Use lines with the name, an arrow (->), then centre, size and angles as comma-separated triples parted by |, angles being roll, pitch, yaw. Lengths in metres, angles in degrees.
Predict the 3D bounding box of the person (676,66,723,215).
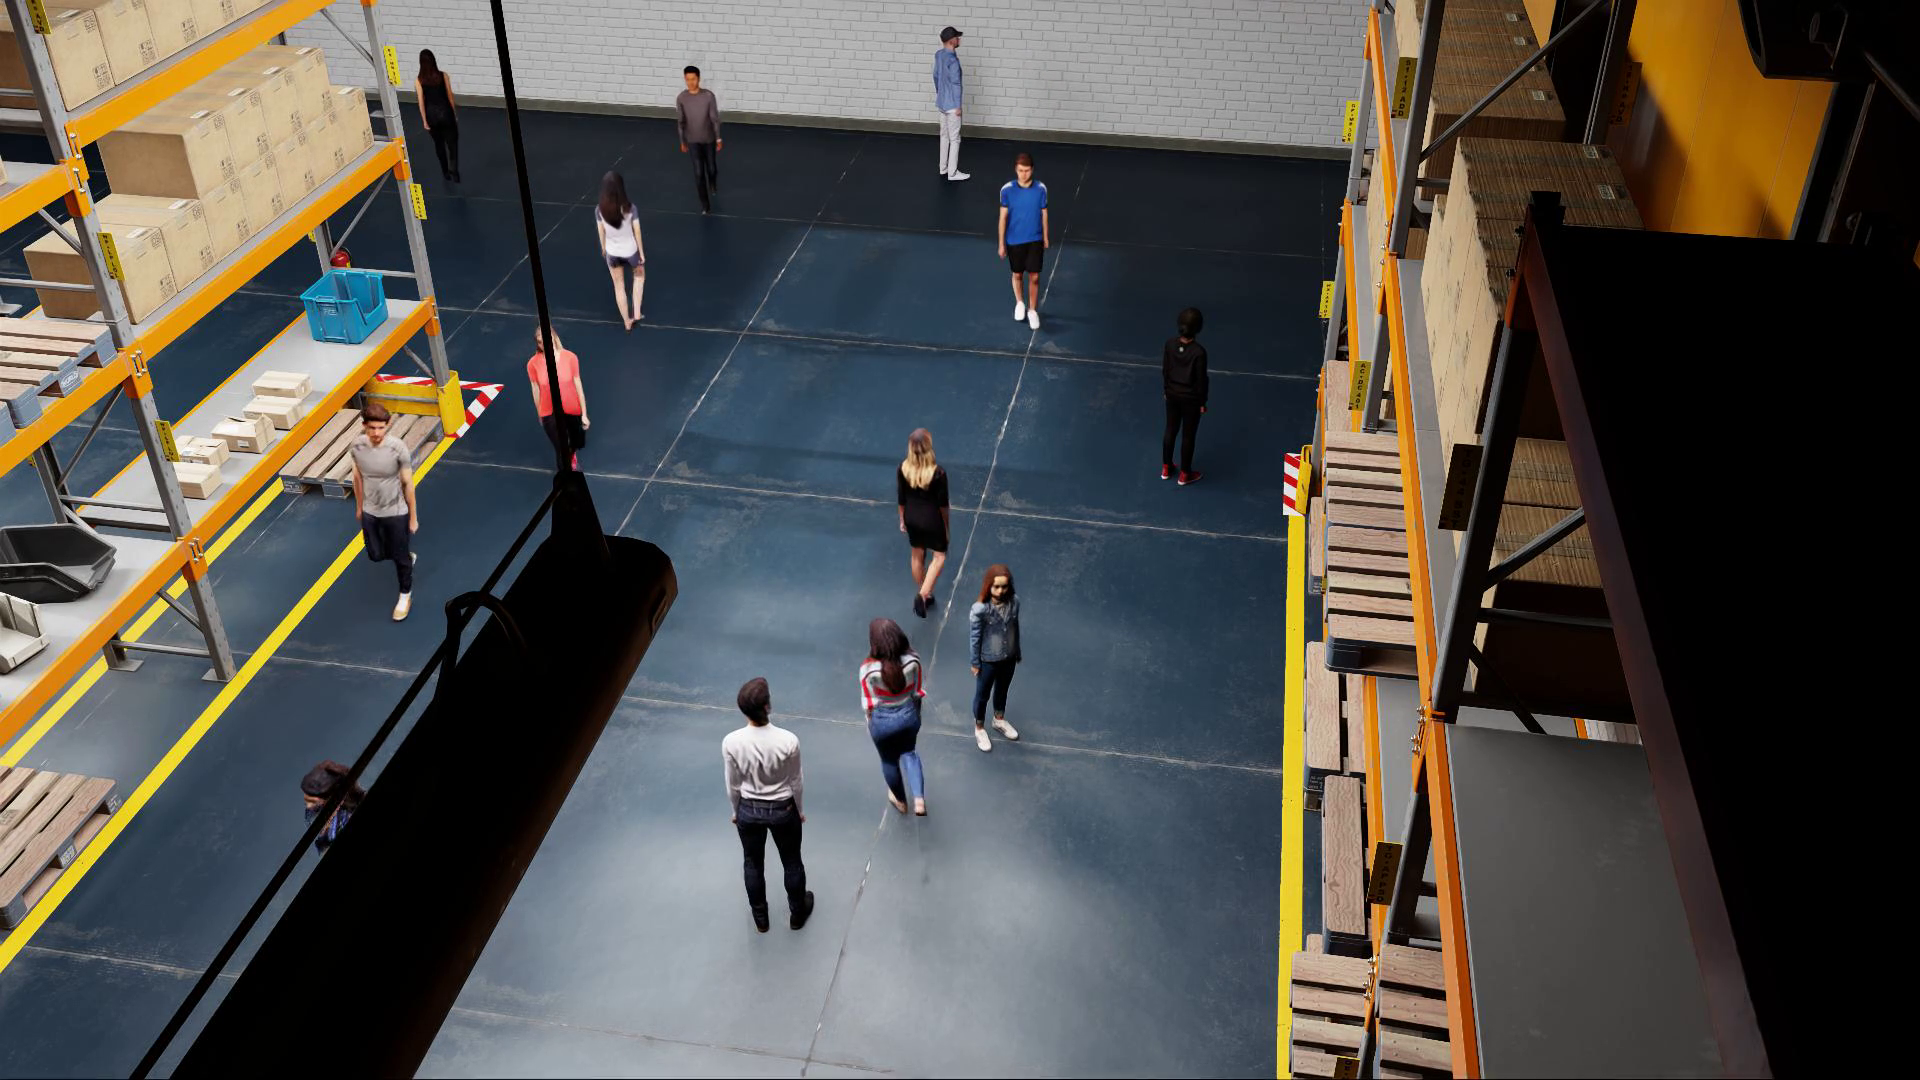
person -> -3.073, -4.797, 19.813 | 0.788, 1.753, 0.939 | 0, 34, 0

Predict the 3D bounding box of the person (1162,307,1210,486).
person -> 1.963, -1.259, 14.559 | 0.674, 1.676, 0.681 | 24, 40, 31

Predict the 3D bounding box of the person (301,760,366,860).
person -> -3.572, 1.916, 9.842 | 0.654, 1.610, 0.652 | 10, 35, 14

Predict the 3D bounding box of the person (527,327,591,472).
person -> -3.427, -1.114, 14.352 | 0.948, 1.663, 1.180 | -11, 35, -16

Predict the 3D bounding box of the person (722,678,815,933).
person -> -1.165, 1.625, 10.047 | 0.647, 1.867, 0.627 | 1, 34, 1

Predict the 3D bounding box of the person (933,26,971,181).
person -> -0.123, -5.427, 20.638 | 0.797, 1.888, 0.711 | -17, 37, -24

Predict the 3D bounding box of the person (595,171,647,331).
person -> -3.479, -2.927, 17.050 | 0.669, 1.697, 0.671 | 0, 34, -1

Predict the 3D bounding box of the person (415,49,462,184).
person -> -6.373, -5.160, 20.429 | 0.859, 1.674, 1.021 | -11, 35, -16

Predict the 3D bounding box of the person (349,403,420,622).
person -> -4.409, -0.282, 12.910 | 0.704, 1.874, 0.812 | 5, 34, 7

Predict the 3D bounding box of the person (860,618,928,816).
person -> -0.414, 1.226, 10.892 | 0.786, 1.596, 0.877 | -11, 35, -16

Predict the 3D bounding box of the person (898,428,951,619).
person -> -0.296, -0.078, 12.791 | 0.633, 1.666, 0.798 | 11, 35, 17

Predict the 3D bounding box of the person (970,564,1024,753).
person -> 0.248, 0.798, 11.644 | 0.628, 1.476, 0.678 | -20, 38, -27

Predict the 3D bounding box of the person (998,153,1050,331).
person -> 0.669, -3.163, 17.267 | 0.778, 1.848, 0.891 | 0, 34, 0
